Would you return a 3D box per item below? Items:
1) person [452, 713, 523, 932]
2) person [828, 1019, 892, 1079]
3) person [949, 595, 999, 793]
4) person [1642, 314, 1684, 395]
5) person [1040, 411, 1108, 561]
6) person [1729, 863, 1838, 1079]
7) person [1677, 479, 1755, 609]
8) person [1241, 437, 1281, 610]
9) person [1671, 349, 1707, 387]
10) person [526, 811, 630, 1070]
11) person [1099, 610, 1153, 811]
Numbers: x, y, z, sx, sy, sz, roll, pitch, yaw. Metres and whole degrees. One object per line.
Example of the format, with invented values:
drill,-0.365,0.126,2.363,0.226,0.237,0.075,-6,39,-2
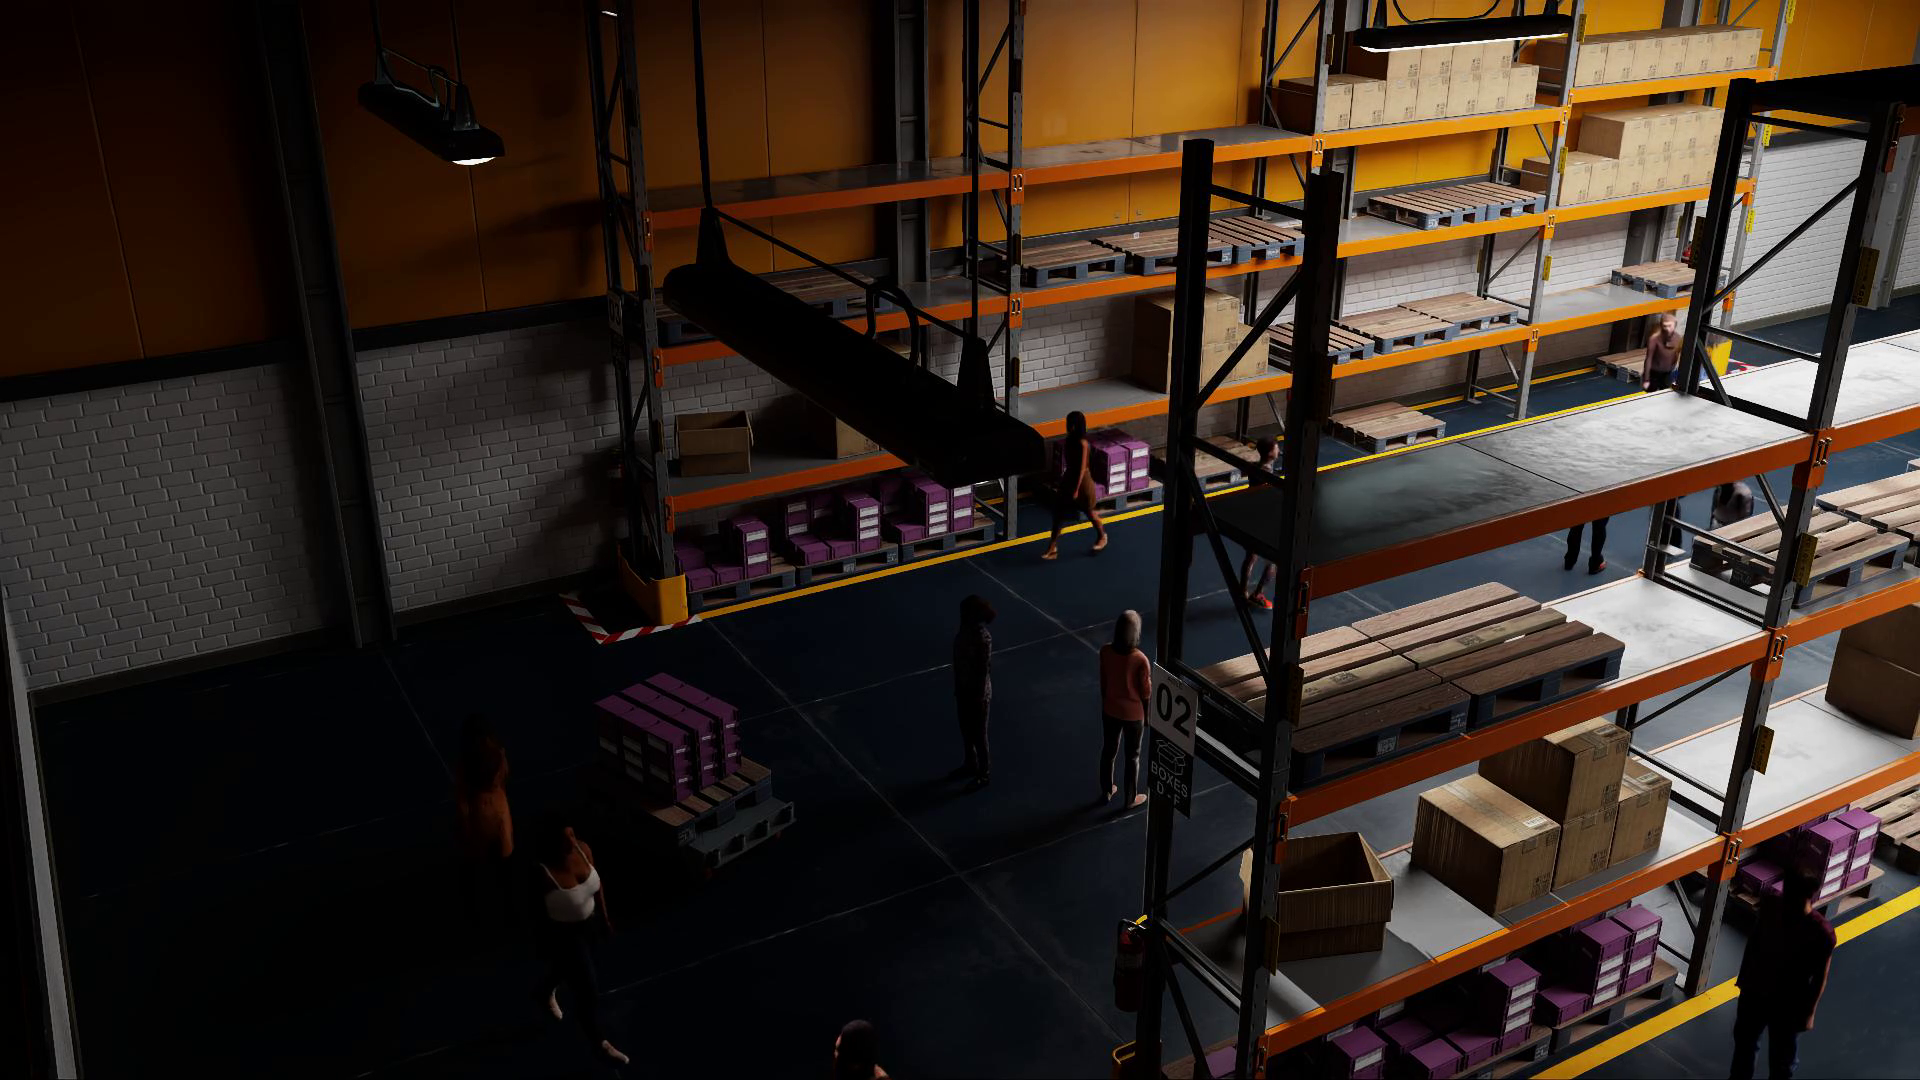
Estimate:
person,-3.303,2.029,11.783,0.849,1.694,0.854,20,31,39
person,-0.487,3.262,9.014,1.152,1.653,0.686,-15,28,-31
person,0.110,1.232,13.580,0.547,1.715,0.567,-13,27,-26
person,8.949,-2.118,21.312,0.776,1.661,0.839,-4,24,-9
person,1.324,-0.563,17.771,1.039,1.648,0.587,-13,27,-28
person,4.921,2.722,10.006,0.527,1.849,0.665,-12,26,-25
person,7.567,-0.047,16.576,0.929,1.659,0.753,-6,24,-13
person,2.902,-0.147,16.581,0.684,1.839,0.688,-9,25,-20
person,8.499,-1.379,19.414,1.020,1.826,0.655,-17,29,-33
person,-2.547,2.485,10.640,1.066,1.774,1.207,14,27,29
person,1.310,1.347,13.304,0.684,1.725,0.686,14,27,28
